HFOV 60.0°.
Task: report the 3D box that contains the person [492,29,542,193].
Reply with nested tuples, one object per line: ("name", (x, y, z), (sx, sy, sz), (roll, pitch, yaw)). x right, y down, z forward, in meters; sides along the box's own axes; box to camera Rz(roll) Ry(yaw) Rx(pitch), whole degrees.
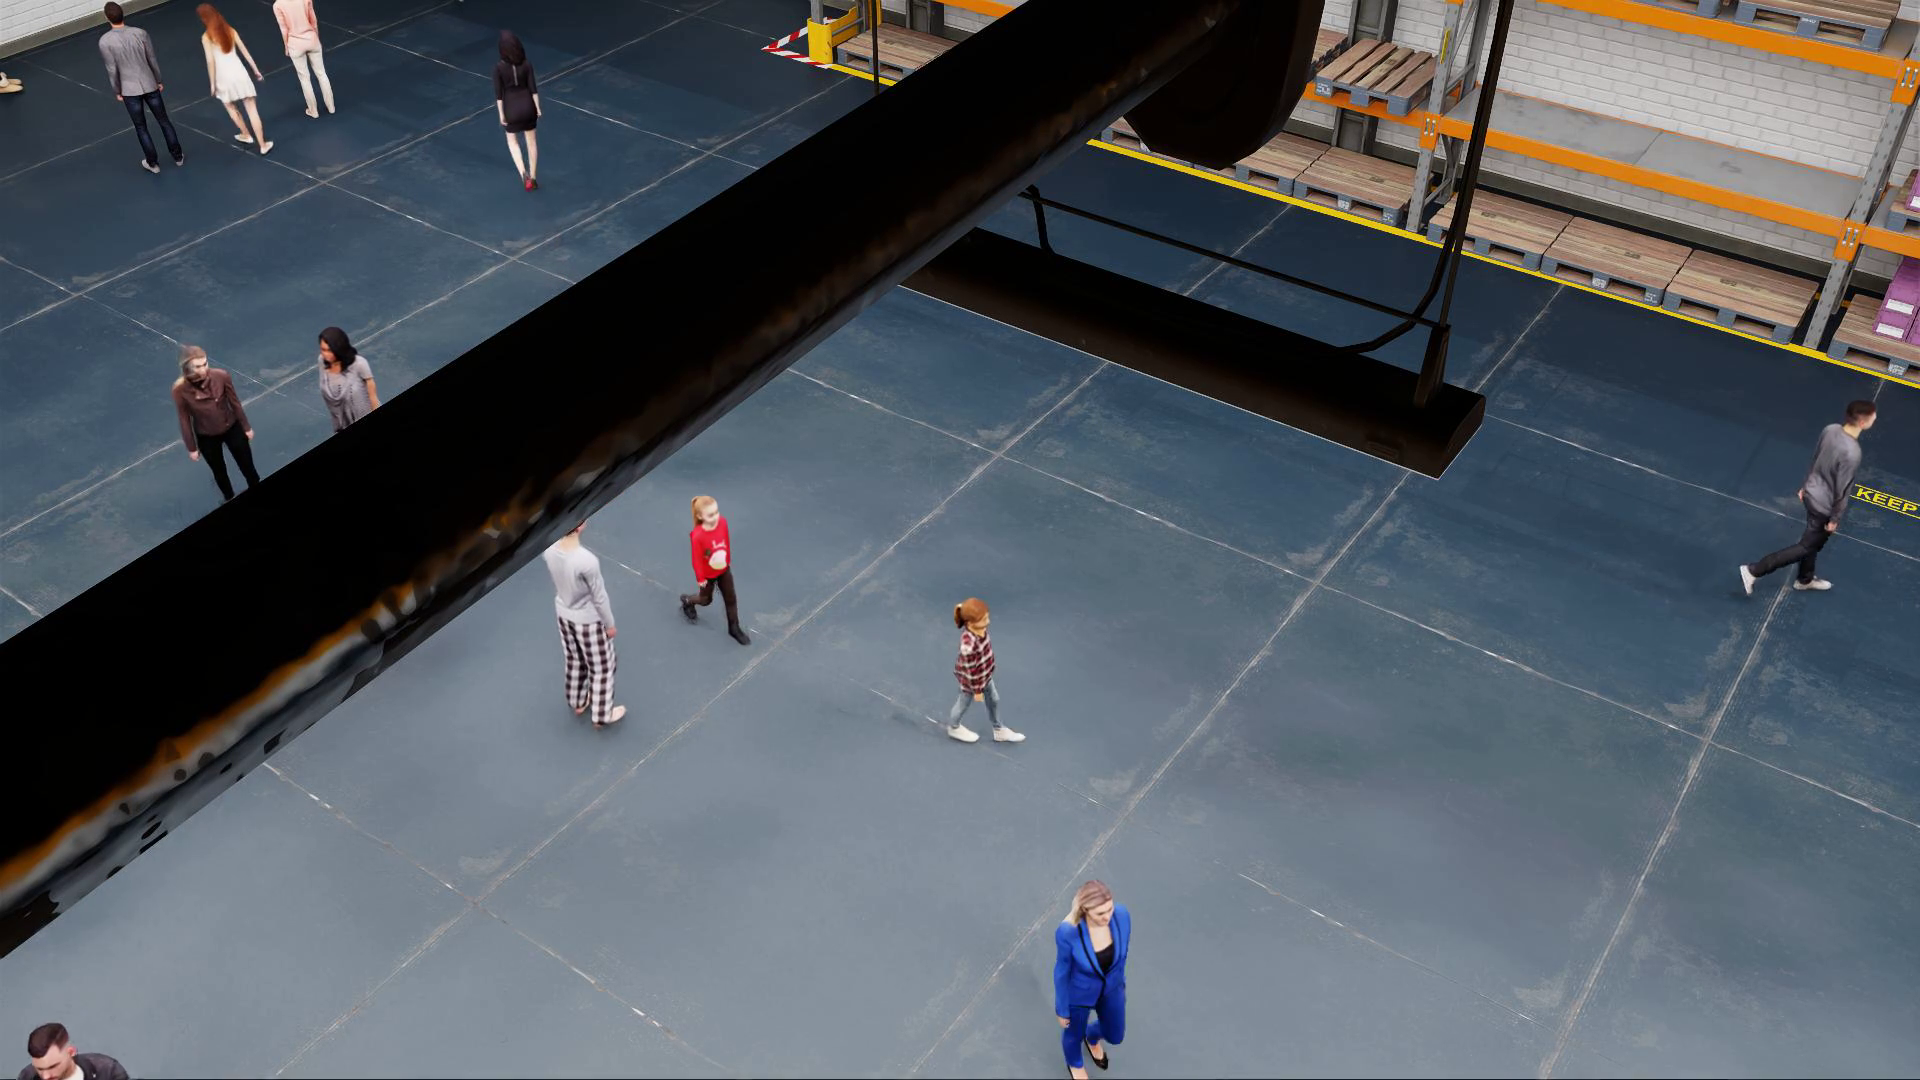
("person", (-4.636, -4.467, 17.592), (0.801, 1.789, 0.891), (-15, 41, -18))

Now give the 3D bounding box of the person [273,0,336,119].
("person", (-7.607, -5.751, 19.254), (0.664, 1.723, 0.628), (-25, 45, -28))

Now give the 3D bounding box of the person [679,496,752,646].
("person", (-1.848, 0.191, 12.180), (0.876, 1.264, 0.563), (29, 47, 32))

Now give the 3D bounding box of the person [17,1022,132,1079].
("person", (-4.261, 2.941, 8.286), (0.862, 1.827, 0.922), (-5, 39, -6))

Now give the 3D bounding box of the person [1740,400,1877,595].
("person", (6.347, -0.277, 12.382), (1.132, 1.744, 1.001), (-1, 39, -1))

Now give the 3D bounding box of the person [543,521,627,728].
("person", (-2.570, 0.519, 11.307), (0.505, 1.843, 0.695), (21, 43, 24))

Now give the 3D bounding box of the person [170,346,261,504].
("person", (-5.868, -0.838, 13.129), (0.815, 1.688, 0.861), (-15, 41, -18))

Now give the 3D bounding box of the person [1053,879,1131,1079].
("person", (0.654, 2.383, 9.095), (0.740, 1.689, 0.773), (-15, 41, -18))

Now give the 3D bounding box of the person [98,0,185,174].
("person", (-8.938, -4.934, 18.109), (0.748, 1.874, 0.706), (-26, 46, -29))

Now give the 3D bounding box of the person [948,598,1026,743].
("person", (0.028, 0.893, 11.285), (0.831, 1.284, 0.662), (12, 40, 15))

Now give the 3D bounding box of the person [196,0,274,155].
("person", (-8.068, -5.088, 18.462), (0.878, 1.675, 0.898), (-23, 44, -26))

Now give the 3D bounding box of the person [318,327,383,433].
("person", (-4.882, -1.050, 13.461), (0.698, 1.605, 0.783), (10, 40, 12))
